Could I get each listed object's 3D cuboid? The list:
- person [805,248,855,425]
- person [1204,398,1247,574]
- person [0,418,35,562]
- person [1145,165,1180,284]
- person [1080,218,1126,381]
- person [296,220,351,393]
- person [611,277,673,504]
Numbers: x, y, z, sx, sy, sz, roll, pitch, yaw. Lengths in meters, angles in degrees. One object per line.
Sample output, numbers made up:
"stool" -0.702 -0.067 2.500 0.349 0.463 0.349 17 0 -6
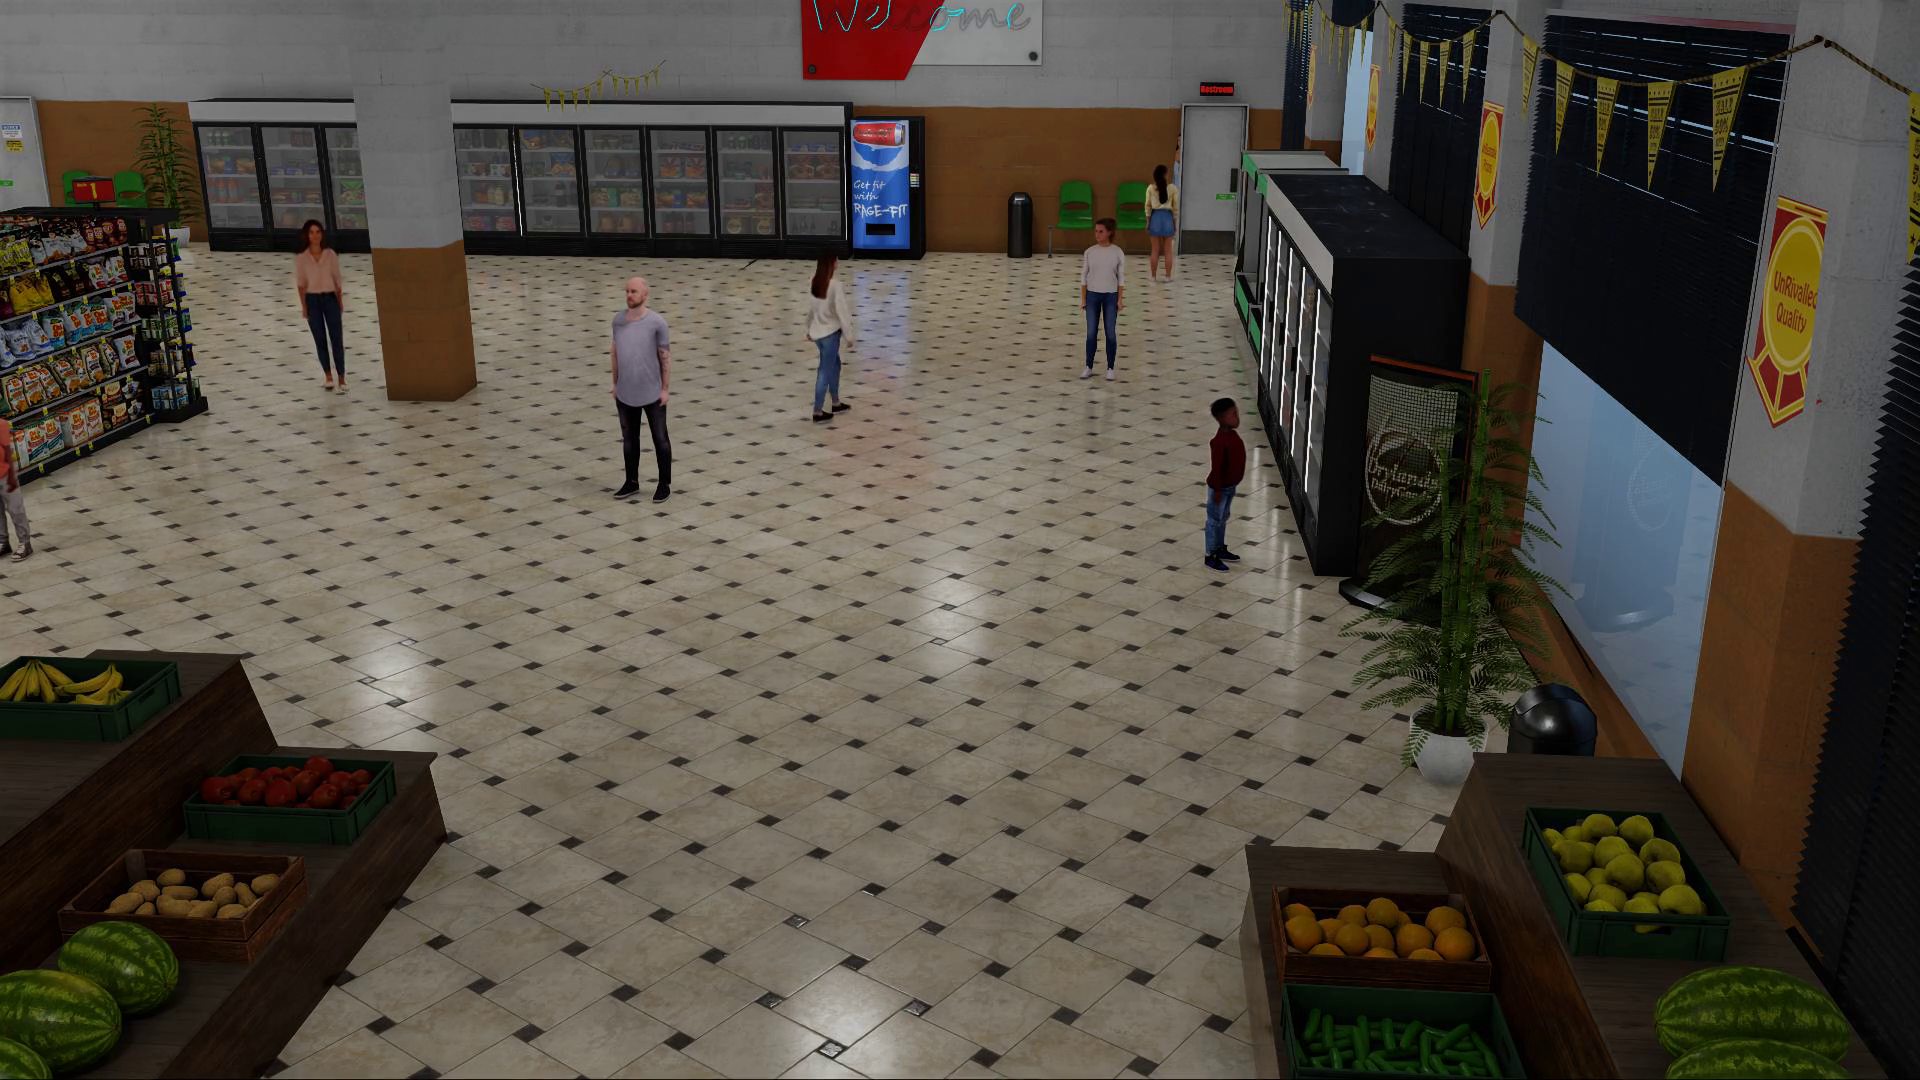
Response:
"person" -1.330 -1.929 15.891 0.941 1.675 0.879 -16 24 -39
"person" 1.905 -0.419 12.070 0.635 1.255 0.532 11 21 29
"person" -7.077 -0.498 12.217 0.473 1.310 0.463 1 19 3
"person" 2.844 -4.463 23.477 0.642 1.631 0.556 3 19 8
"person" 1.519 -2.563 17.700 0.648 1.721 0.571 5 19 15
"person" -6.619 -2.428 17.228 0.831 1.766 0.978 -7 20 -19
"person" -2.600 -1.234 13.575 0.716 1.838 0.660 6 19 17
